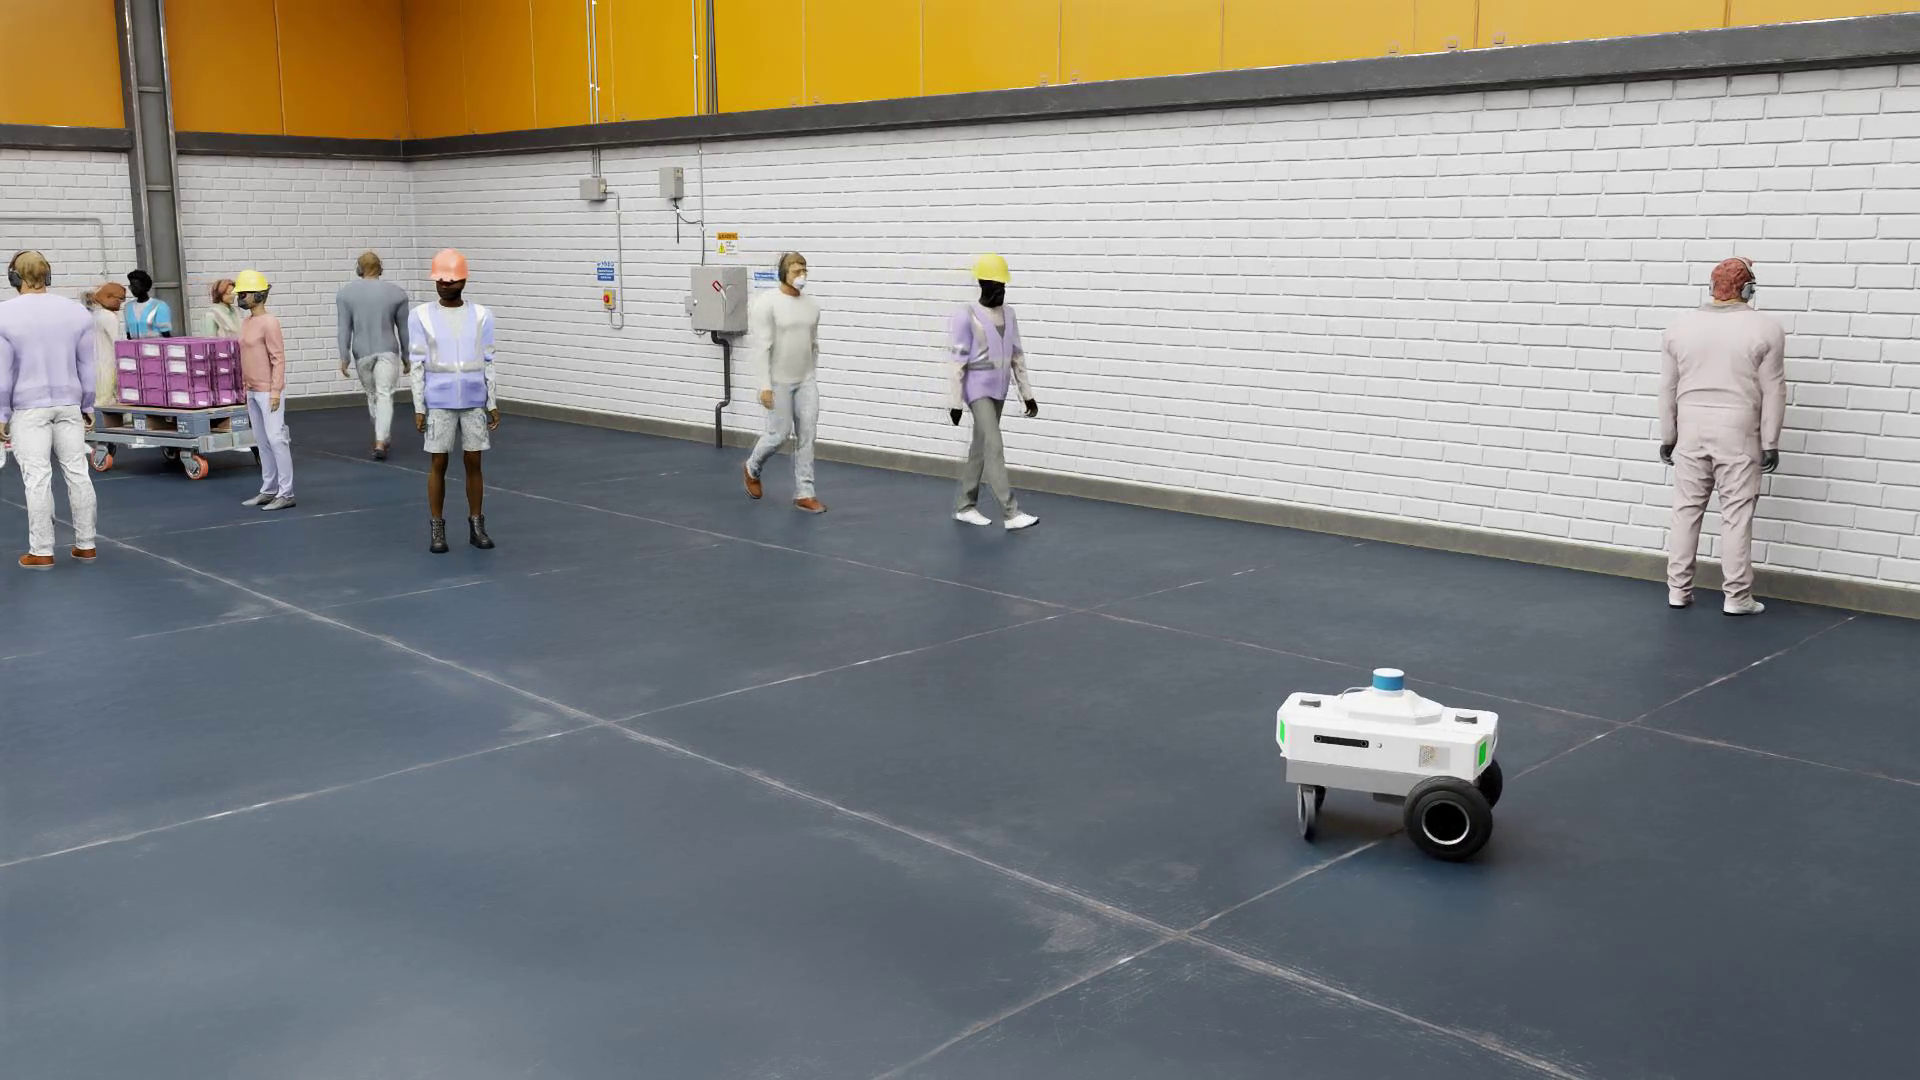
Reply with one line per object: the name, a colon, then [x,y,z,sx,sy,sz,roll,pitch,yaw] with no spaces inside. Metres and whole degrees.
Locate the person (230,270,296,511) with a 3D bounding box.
person: [-5.169,-1.100,12.290,0.534,1.767,0.313,10,14,43]

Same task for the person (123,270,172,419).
person: [-8.080,-1.844,16.592,0.539,1.678,0.351,3,11,13]

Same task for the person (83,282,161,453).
person: [-7.974,-1.609,15.541,0.785,1.595,0.497,-6,12,-31]

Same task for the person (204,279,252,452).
person: [-6.916,-1.633,15.588,0.586,1.619,0.524,2,11,10]

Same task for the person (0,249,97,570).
person: [-5.559,-0.785,10.103,0.372,1.940,0.632,8,13,36]

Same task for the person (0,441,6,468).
person: [-8.210,-1.266,13.614,0.540,1.605,0.640,1,10,5]

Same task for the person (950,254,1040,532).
person: [0.286,-0.997,11.407,0.919,1.890,0.591,8,13,37]

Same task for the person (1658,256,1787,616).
person: [4.080,-0.551,8.915,0.401,1.909,0.641,-10,14,-43]

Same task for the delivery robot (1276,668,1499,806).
delivery robot: [1.442,0.679,5.640,0.707,0.478,0.477,4,11,22]

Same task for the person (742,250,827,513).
person: [-1.303,-1.160,12.218,0.635,1.918,0.708,-10,14,-43]

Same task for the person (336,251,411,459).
person: [-5.344,-1.689,15.212,0.633,1.891,1.014,-3,11,-14]

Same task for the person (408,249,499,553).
person: [-3.225,-0.885,10.665,0.548,1.931,0.379,-5,12,-27]
